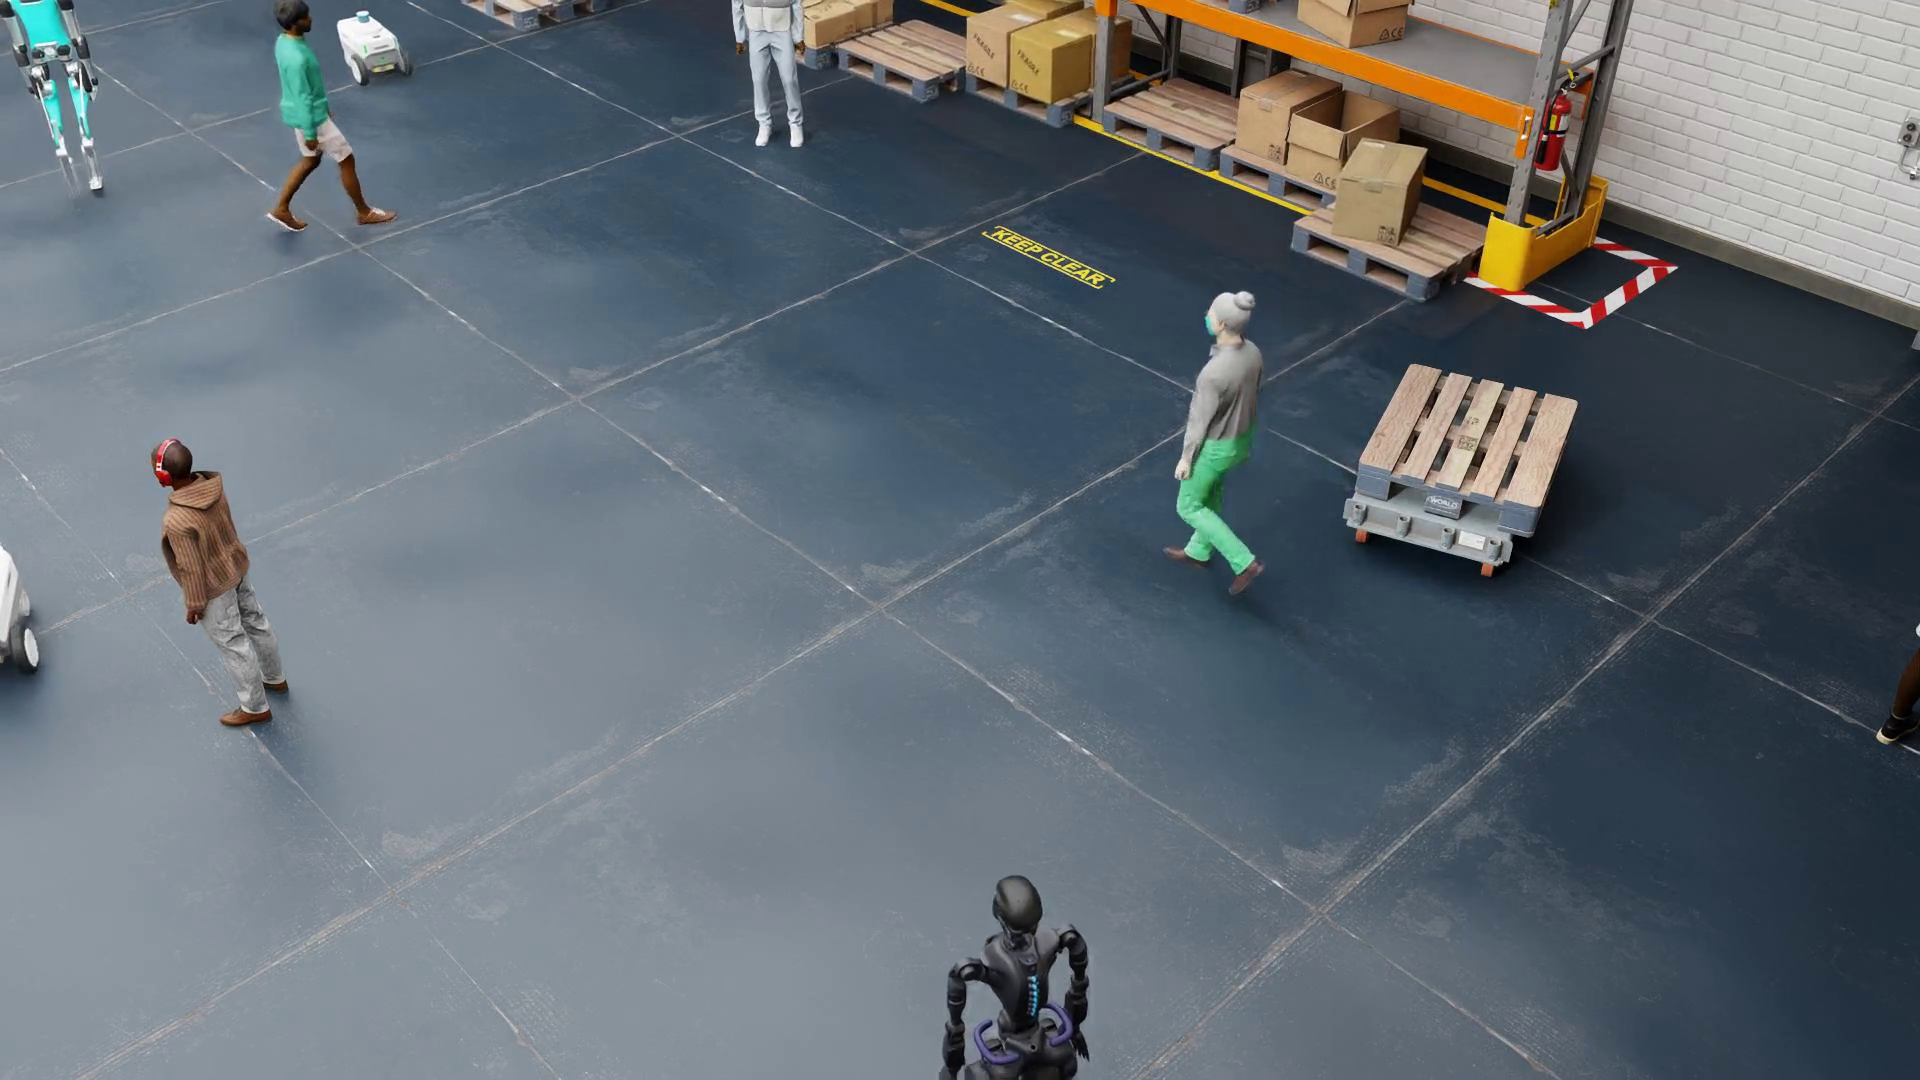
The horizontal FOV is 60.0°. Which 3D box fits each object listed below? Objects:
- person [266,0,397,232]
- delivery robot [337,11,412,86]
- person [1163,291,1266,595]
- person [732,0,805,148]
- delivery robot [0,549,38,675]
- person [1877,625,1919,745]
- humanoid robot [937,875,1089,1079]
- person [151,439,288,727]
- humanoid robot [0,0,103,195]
[{"bbox_3d":[-4.889,-3.152,12.422,0.884,1.819,0.497,-18,41,-23],"label":"person"},{"bbox_3d":[-5.430,-4.549,15.325,0.499,0.603,0.782,-24,43,-28],"label":"delivery robot"},{"bbox_3d":[1.426,-0.512,8.919,0.602,1.824,0.520,23,43,28],"label":"person"},{"bbox_3d":[-1.574,-4.201,13.742,0.596,1.906,0.402,3,37,4],"label":"person"},{"bbox_3d":[-5.192,0.380,8.787,0.499,0.587,0.762,-12,39,-15],"label":"delivery robot"},{"bbox_3d":[4.817,0.260,7.782,0.374,1.966,0.605,-19,41,-23],"label":"person"},{"bbox_3d":[0.190,1.817,5.964,0.589,1.645,0.500,-15,40,-19],"label":"humanoid robot"},{"bbox_3d":[-3.612,0.210,8.105,0.331,1.651,0.460,4,37,5],"label":"person"},{"bbox_3d":[-6.995,-3.434,12.948,0.541,1.890,0.724,-11,38,-14],"label":"humanoid robot"}]
